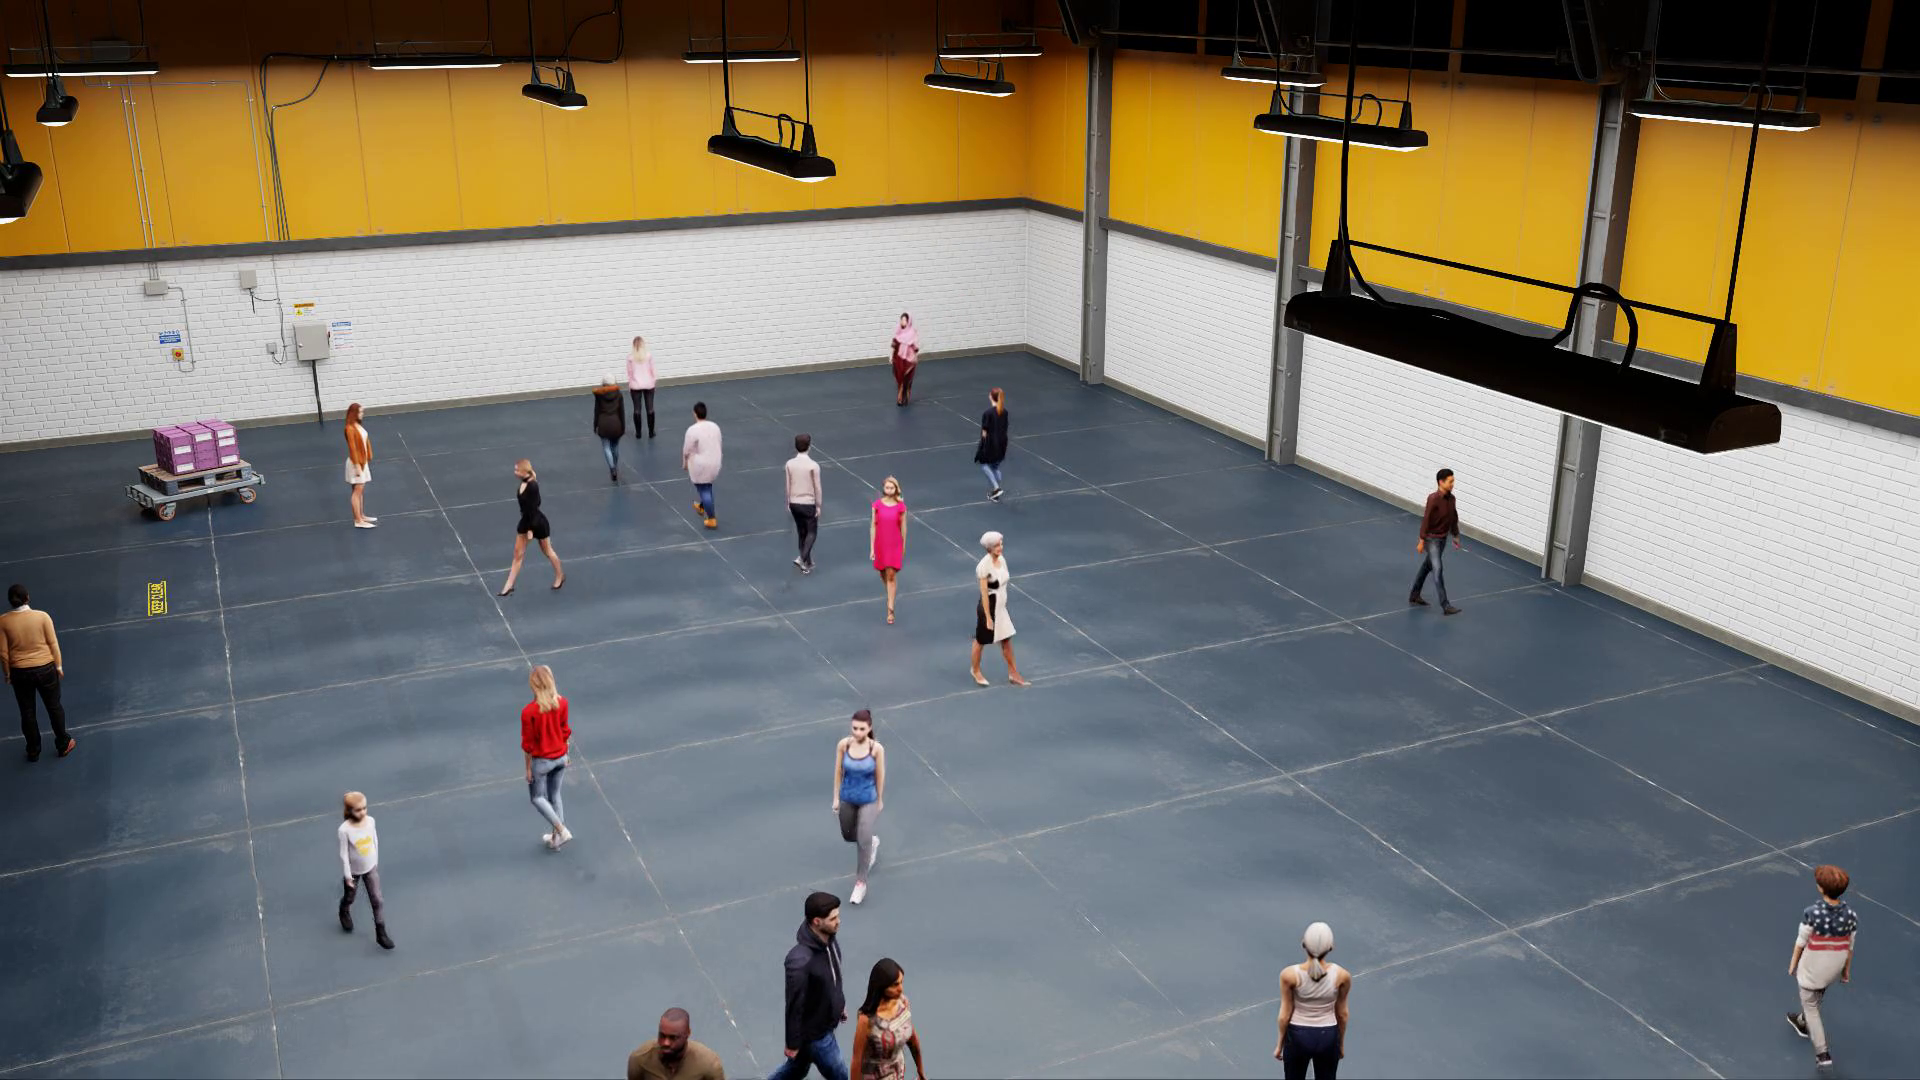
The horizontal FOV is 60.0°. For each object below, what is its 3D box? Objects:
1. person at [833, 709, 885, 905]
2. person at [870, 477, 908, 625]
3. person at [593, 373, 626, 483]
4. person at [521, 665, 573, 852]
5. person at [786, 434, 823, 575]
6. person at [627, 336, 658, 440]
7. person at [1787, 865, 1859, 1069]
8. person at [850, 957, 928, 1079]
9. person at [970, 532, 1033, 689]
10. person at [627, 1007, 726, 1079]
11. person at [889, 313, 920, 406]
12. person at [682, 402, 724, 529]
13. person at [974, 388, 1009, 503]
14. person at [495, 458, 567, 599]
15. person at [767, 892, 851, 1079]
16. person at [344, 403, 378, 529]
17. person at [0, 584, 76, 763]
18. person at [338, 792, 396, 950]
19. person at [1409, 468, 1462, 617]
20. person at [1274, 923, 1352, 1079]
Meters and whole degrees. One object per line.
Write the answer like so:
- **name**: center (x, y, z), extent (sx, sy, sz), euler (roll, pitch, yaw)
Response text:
- **person**: center (-0.810, 2.106, 13.563), extent (0.949, 1.594, 1.025), euler (6, 19, 16)
- **person**: center (-0.836, 0.072, 19.458), extent (0.935, 1.687, 1.114), euler (3, 19, 8)
- **person**: center (-5.202, -1.656, 24.715), extent (0.634, 1.608, 1.020), euler (-8, 20, -21)
- **person**: center (-3.443, 1.894, 14.043), extent (0.817, 1.691, 0.752), euler (18, 25, 42)
- **person**: center (-1.982, -0.410, 20.720), extent (0.909, 1.795, 0.977), euler (6, 20, 17)
- **person**: center (-5.176, -2.494, 27.075), extent (0.654, 1.689, 0.623), euler (-3, 19, -9)
- **person**: center (5.922, 2.933, 11.394), extent (0.792, 1.412, 1.025), euler (0, 19, 0)
- **person**: center (-0.538, 3.255, 10.128), extent (1.116, 1.611, 0.923), euler (14, 23, 36)
- **person**: center (0.252, 0.734, 17.431), extent (1.084, 1.726, 0.950), euler (12, 22, 32)
- **person**: center (-1.586, 3.385, 9.452), extent (1.141, 1.795, 1.285), euler (3, 19, 10)
- **person**: center (-0.962, -3.202, 29.320), extent (1.076, 1.598, 1.155), euler (6, 19, 17)
- **person**: center (-3.431, -1.000, 22.612), extent (0.871, 1.706, 1.118), euler (-15, 24, -38)
- **person**: center (0.534, -1.324, 23.624), extent (0.701, 1.673, 0.754), euler (-13, 22, -33)
- **person**: center (-5.058, -0.138, 20.043), extent (0.851, 1.712, 1.130), euler (-14, 23, -36)
- **person**: center (-1.008, 3.034, 10.423), extent (1.207, 1.841, 1.238), euler (4, 19, 13)
- **person**: center (-8.234, -1.031, 22.692), extent (0.746, 1.714, 0.607), euler (-2, 19, -7)
- **person**: center (-8.842, 1.250, 15.856), extent (0.652, 1.753, 0.553), euler (-8, 20, -23)
- **person**: center (-4.676, 2.520, 12.853), extent (0.666, 1.263, 0.955), euler (-17, 25, -40)
- **person**: center (5.523, -0.007, 19.609), extent (0.840, 1.741, 1.109), euler (-15, 24, -37)
- **person**: center (2.181, 3.142, 10.319), extent (0.672, 1.703, 0.671), euler (0, 19, 1)
